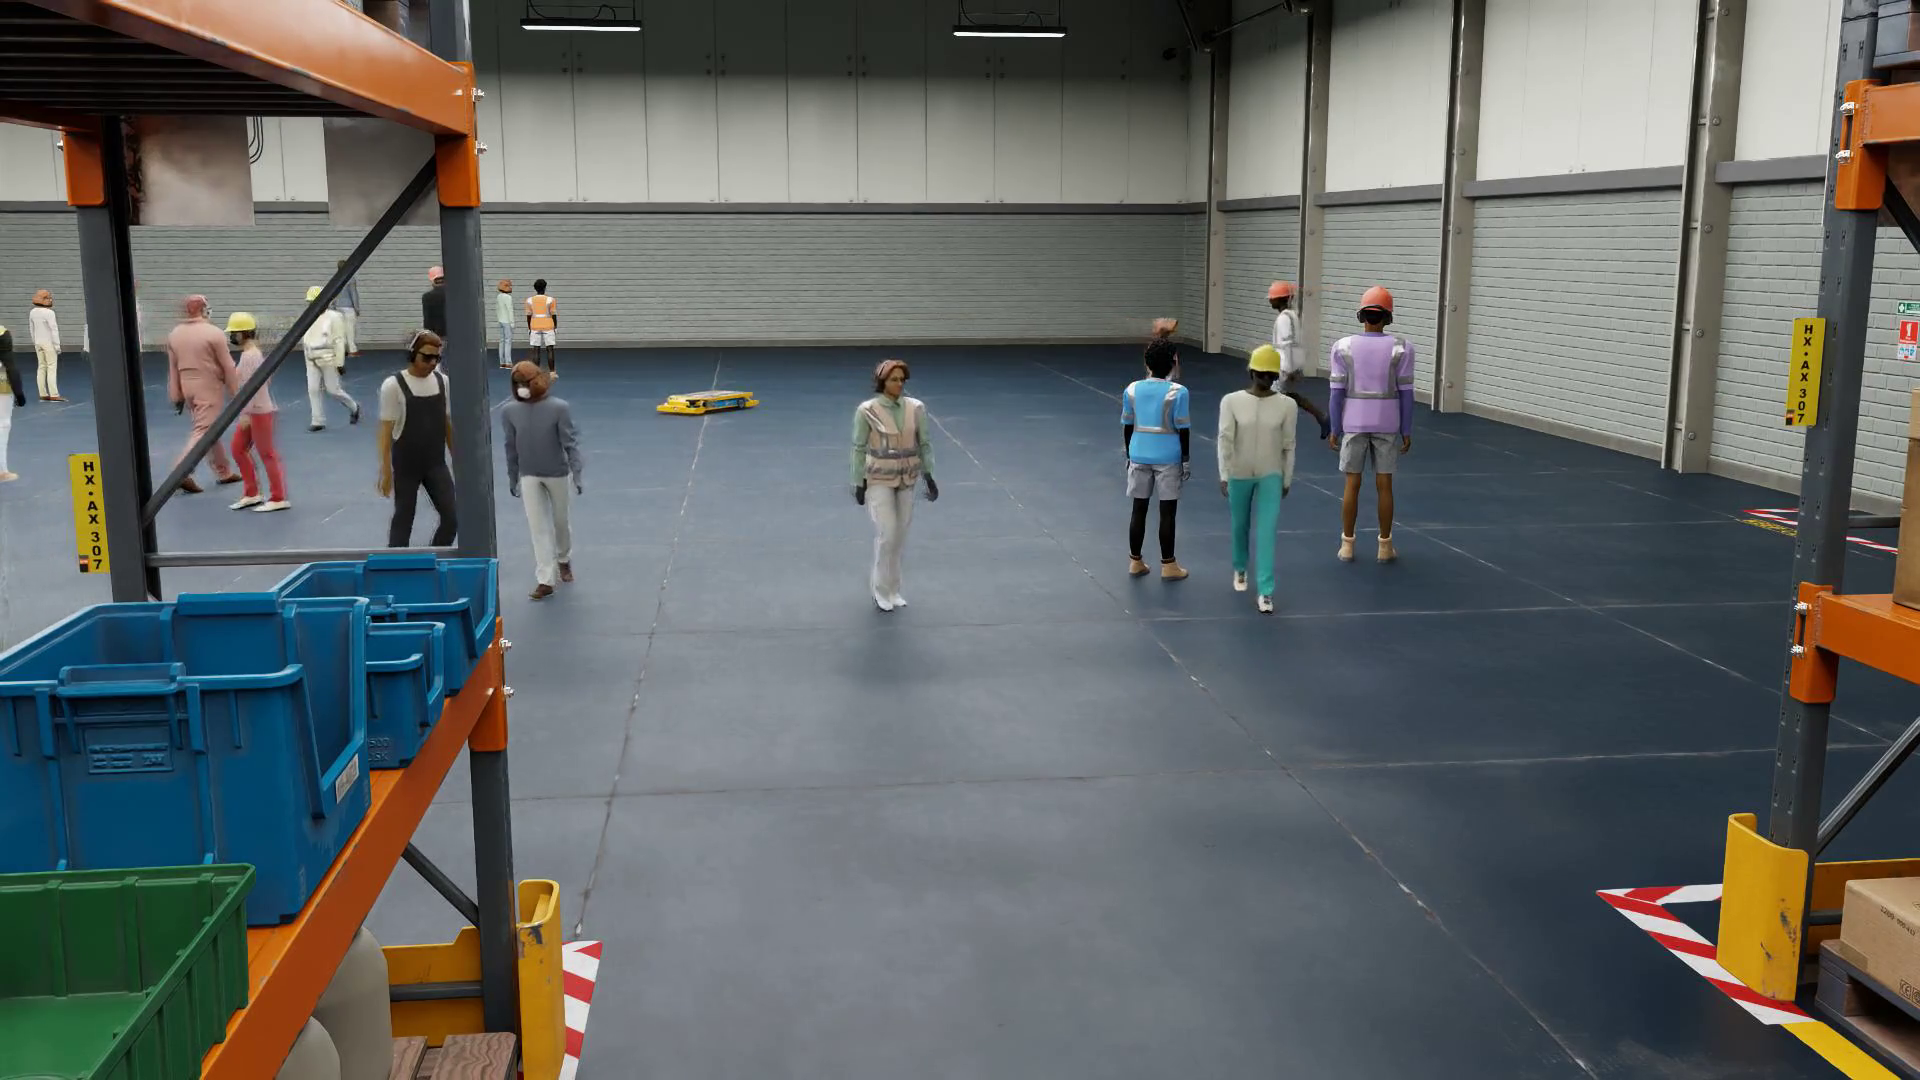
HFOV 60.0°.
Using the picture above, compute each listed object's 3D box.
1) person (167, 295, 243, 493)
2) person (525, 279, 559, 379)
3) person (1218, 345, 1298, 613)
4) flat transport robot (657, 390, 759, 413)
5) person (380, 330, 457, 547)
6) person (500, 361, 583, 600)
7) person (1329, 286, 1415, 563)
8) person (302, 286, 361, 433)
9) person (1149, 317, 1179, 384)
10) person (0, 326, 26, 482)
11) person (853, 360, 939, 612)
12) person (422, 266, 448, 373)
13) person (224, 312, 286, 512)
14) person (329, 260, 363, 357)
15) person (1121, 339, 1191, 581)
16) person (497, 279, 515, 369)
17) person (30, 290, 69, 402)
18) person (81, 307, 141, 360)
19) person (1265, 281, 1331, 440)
[{"bbox_3d":[-7.226,-1.399,15.849,0.651,1.862,0.986,5,11,24],"label":"person"},{"bbox_3d":[-7.074,-3.566,28.175,0.533,1.692,0.319,0,10,-2],"label":"person"},{"bbox_3d":[1.956,-0.440,10.987,0.512,1.717,0.927,1,10,8],"label":"person"},{"bbox_3d":[-3.485,-1.927,23.092,0.652,0.197,1.431,6,12,30],"label":"flat transport robot"},{"bbox_3d":[-3.518,-0.465,10.861,0.593,1.803,0.659,8,13,38],"label":"person"},{"bbox_3d":[-2.820,-0.439,11.325,0.553,1.588,0.821,0,10,0],"label":"person"},{"bbox_3d":[3.035,-0.845,12.298,0.610,2.043,0.375,3,11,15],"label":"person"},{"bbox_3d":[-7.838,-2.240,20.600,0.600,1.809,0.718,4,11,21],"label":"person"},{"bbox_3d":[1.965,-1.378,16.350,0.446,1.624,0.539,3,11,18],"label":"person"},{"bbox_3d":[-9.492,-1.466,16.320,0.628,1.830,0.438,3,11,17],"label":"person"},{"bbox_3d":[-0.405,-0.346,10.733,0.518,1.621,0.504,-7,12,-34],"label":"person"},{"bbox_3d":[-7.877,-3.193,25.392,0.619,1.966,0.858,-8,13,-36],"label":"person"},{"bbox_3d":[-6.211,-1.098,14.475,0.566,1.749,0.538,-6,12,-29],"label":"person"},{"bbox_3d":[-12.351,-4.649,33.438,0.631,1.940,0.372,3,11,18],"label":"person"},{"bbox_3d":[1.387,-0.562,11.695,0.540,1.695,0.317,8,13,36],"label":"person"},{"bbox_3d":[-8.305,-3.956,30.476,0.265,1.632,0.507,-9,14,-40],"label":"person"},{"bbox_3d":[-13.345,-2.831,24.308,0.508,1.632,0.270,5,11,24],"label":"person"},{"bbox_3d":[-11.290,-2.537,22.027,0.845,1.873,0.648,4,11,20],"label":"person"},{"bbox_3d":[3.868,-2.035,19.218,0.841,1.907,0.555,4,11,22],"label":"person"}]
